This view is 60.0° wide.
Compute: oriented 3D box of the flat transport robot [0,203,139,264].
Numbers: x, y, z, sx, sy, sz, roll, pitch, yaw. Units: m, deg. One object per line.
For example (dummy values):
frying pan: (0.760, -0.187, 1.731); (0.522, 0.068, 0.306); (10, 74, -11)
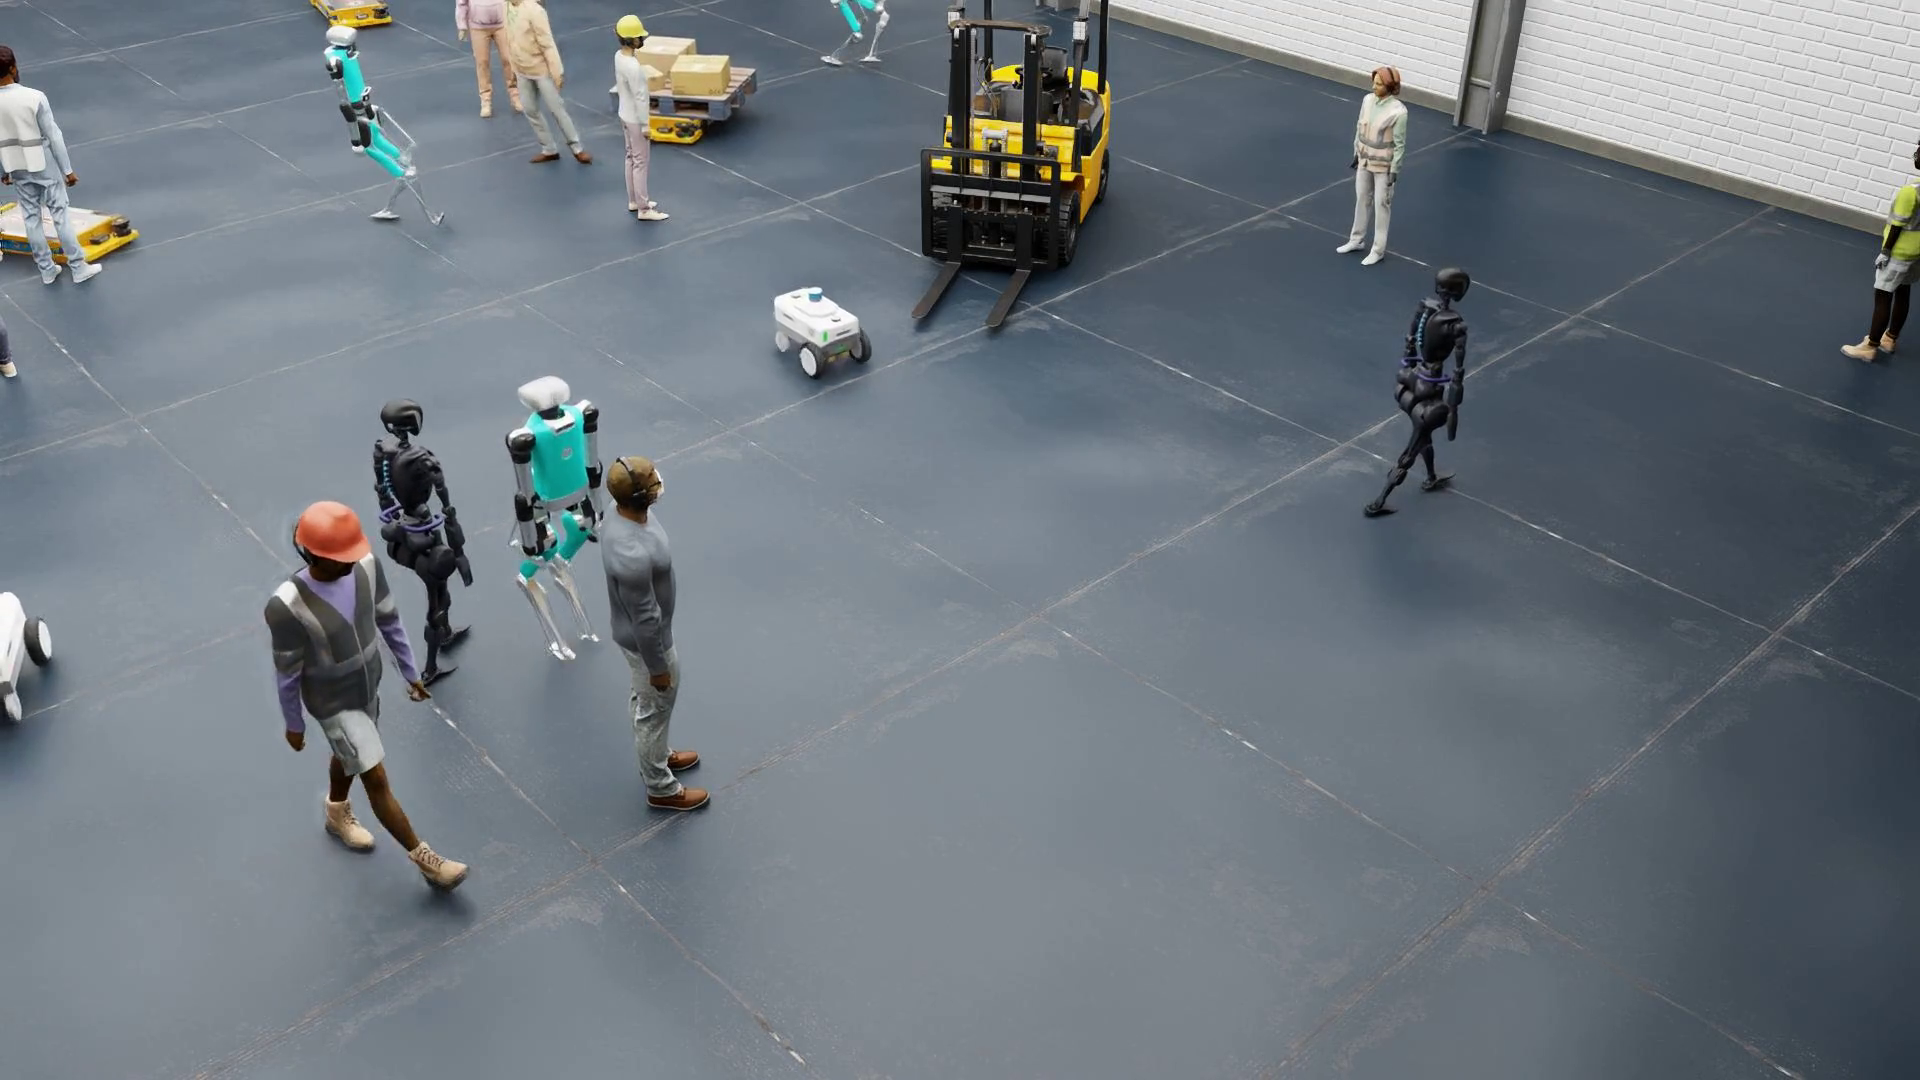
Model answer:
flat transport robot: (-7.848, -2.629, 14.213); (1.431, 0.231, 0.659); (10, 34, 15)

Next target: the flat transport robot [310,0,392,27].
flat transport robot: (-7.387, -6.464, 20.109); (0.659, 0.231, 1.431); (-17, 37, -25)

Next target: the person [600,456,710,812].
person: (-1.478, 0.449, 7.953); (0.363, 1.939, 0.634); (-8, 34, -12)

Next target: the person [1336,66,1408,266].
person: (3.411, -3.068, 13.629); (0.311, 1.639, 0.517); (-17, 37, -24)

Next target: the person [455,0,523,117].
person: (-4.752, -5.180, 16.759); (0.593, 1.772, 0.410); (-11, 35, -17)

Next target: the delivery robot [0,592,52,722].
delivery robot: (-5.270, 0.607, 8.989); (0.499, 0.607, 0.790); (-10, 34, -15)

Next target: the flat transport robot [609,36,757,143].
flat transport robot: (-2.773, -4.348, 16.856); (0.659, 0.231, 1.431); (7, 34, 11)

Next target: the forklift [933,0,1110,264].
forklift: (0.570, -3.725, 14.138); (1.214, 2.155, 2.313); (9, 34, 13)

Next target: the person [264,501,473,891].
person: (-2.681, 0.701, 7.521); (1.050, 1.979, 0.627); (15, 36, 21)

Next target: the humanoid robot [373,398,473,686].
humanoid robot: (-2.864, -0.012, 8.909); (0.615, 1.641, 0.489); (19, 38, 26)

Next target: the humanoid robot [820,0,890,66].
humanoid robot: (-1.096, -5.944, 17.976); (0.936, 1.741, 0.553); (13, 35, 19)

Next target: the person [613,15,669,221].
person: (-2.788, -3.657, 14.421); (0.314, 1.767, 0.534); (-15, 36, -22)

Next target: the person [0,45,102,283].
person: (-7.365, -2.959, 13.209); (0.595, 1.917, 0.380); (-1, 33, -1)

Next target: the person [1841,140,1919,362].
person: (6.883, -2.120, 12.127); (0.535, 1.694, 0.320); (-20, 38, -28)

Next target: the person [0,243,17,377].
person: (-7.106, -1.943, 11.694); (0.409, 1.867, 0.795); (18, 37, 26)

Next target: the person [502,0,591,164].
person: (-3.889, -4.392, 15.494); (0.706, 1.842, 0.493); (18, 37, 26)

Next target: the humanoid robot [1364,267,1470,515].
humanoid robot: (2.929, -0.936, 10.356); (0.771, 1.622, 0.608); (-12, 35, -17)

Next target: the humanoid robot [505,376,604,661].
humanoid robot: (-2.245, -0.101, 9.004); (0.653, 1.824, 0.531); (26, 41, 34)

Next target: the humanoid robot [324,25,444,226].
humanoid robot: (-4.849, -3.477, 14.239); (0.834, 1.856, 0.569); (-3, 33, -4)

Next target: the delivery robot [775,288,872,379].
delivery robot: (-1.043, -1.561, 12.322); (0.499, 0.608, 0.786); (-23, 40, -31)
